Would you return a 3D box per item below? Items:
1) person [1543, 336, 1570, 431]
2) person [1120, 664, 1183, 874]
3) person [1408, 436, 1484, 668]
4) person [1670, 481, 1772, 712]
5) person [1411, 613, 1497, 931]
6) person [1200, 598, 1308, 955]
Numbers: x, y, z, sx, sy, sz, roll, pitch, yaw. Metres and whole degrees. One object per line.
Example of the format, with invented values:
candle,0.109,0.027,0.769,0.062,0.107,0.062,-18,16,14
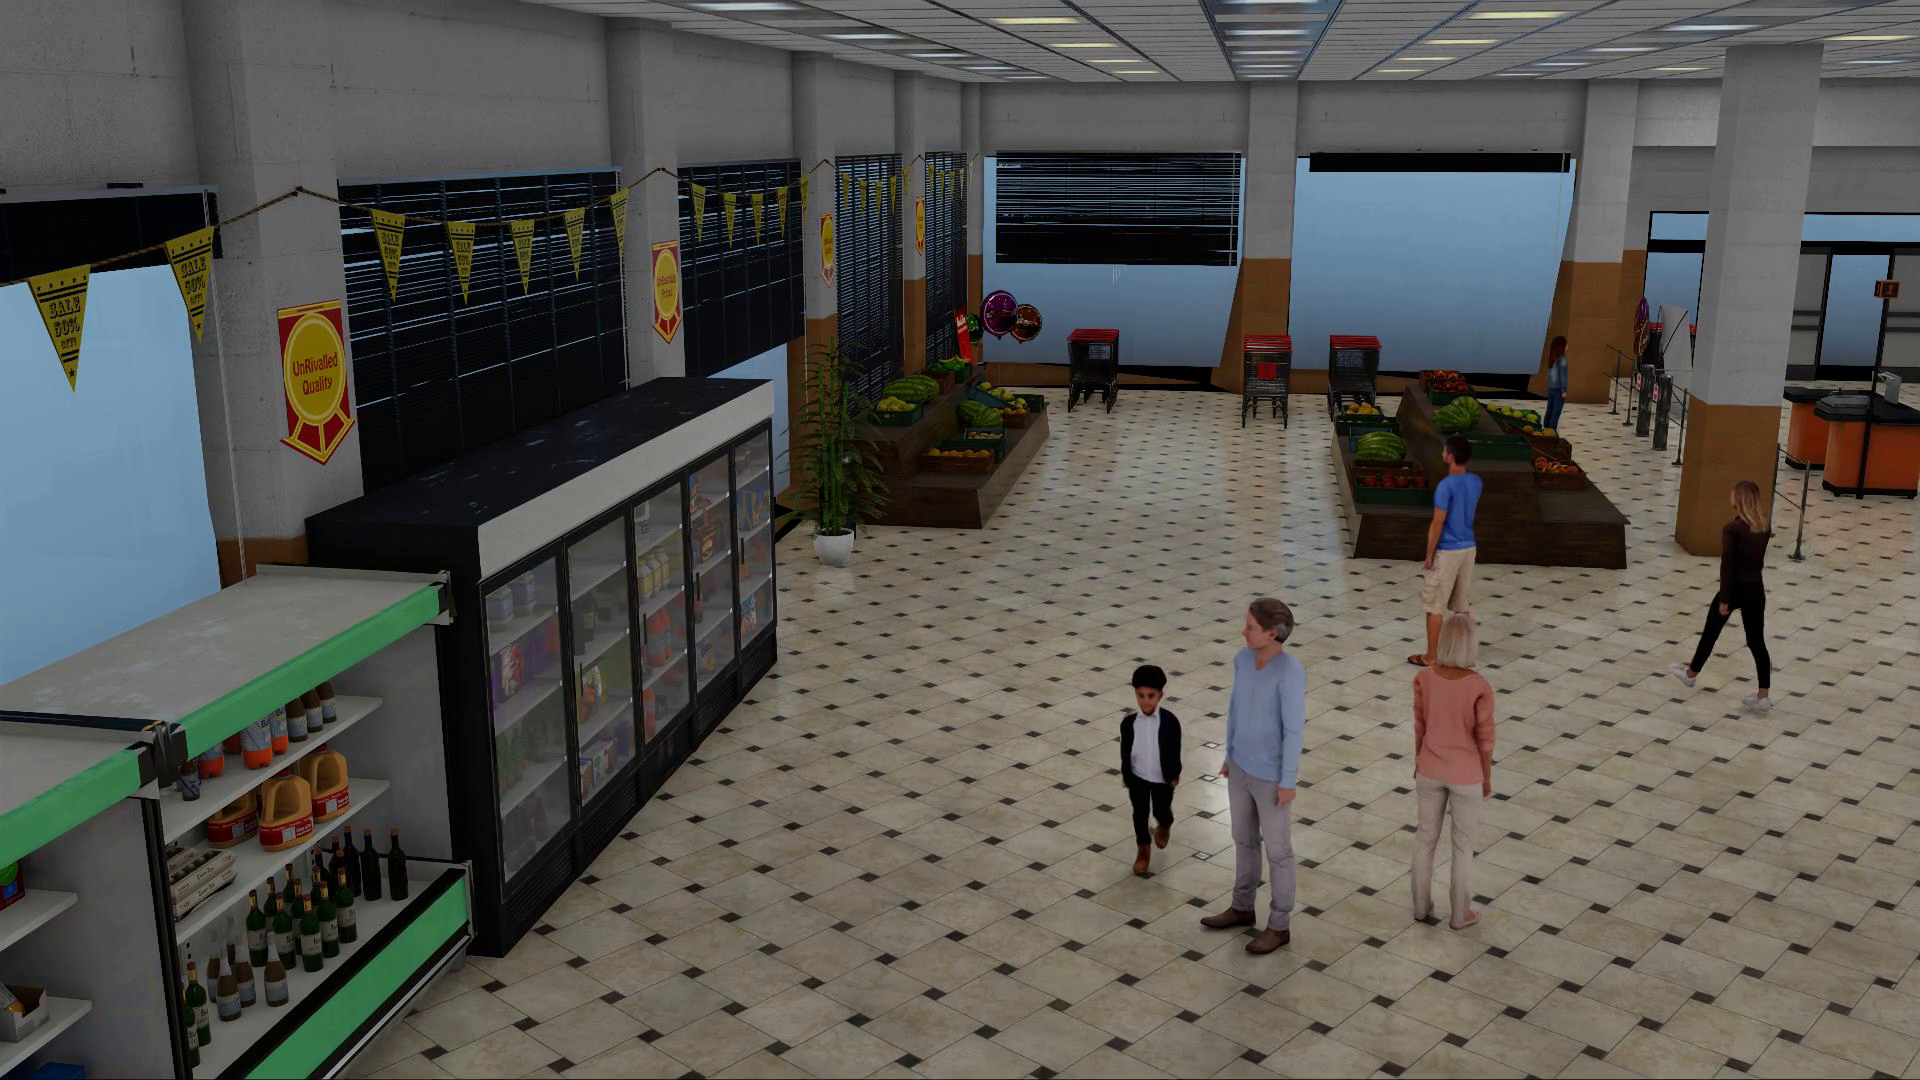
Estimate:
person,8.252,-2.085,23.016,0.682,1.475,0.522,-2,14,-6
person,1.113,1.298,9.621,0.570,1.215,0.719,4,14,14
person,3.942,0.094,13.209,0.759,1.863,0.812,-8,16,-31
person,5.793,0.448,12.198,1.000,1.653,1.184,-5,15,-21
person,2.607,1.221,8.856,0.679,1.724,0.669,10,17,35
person,1.576,1.193,8.623,0.815,1.889,0.731,-7,15,-28
